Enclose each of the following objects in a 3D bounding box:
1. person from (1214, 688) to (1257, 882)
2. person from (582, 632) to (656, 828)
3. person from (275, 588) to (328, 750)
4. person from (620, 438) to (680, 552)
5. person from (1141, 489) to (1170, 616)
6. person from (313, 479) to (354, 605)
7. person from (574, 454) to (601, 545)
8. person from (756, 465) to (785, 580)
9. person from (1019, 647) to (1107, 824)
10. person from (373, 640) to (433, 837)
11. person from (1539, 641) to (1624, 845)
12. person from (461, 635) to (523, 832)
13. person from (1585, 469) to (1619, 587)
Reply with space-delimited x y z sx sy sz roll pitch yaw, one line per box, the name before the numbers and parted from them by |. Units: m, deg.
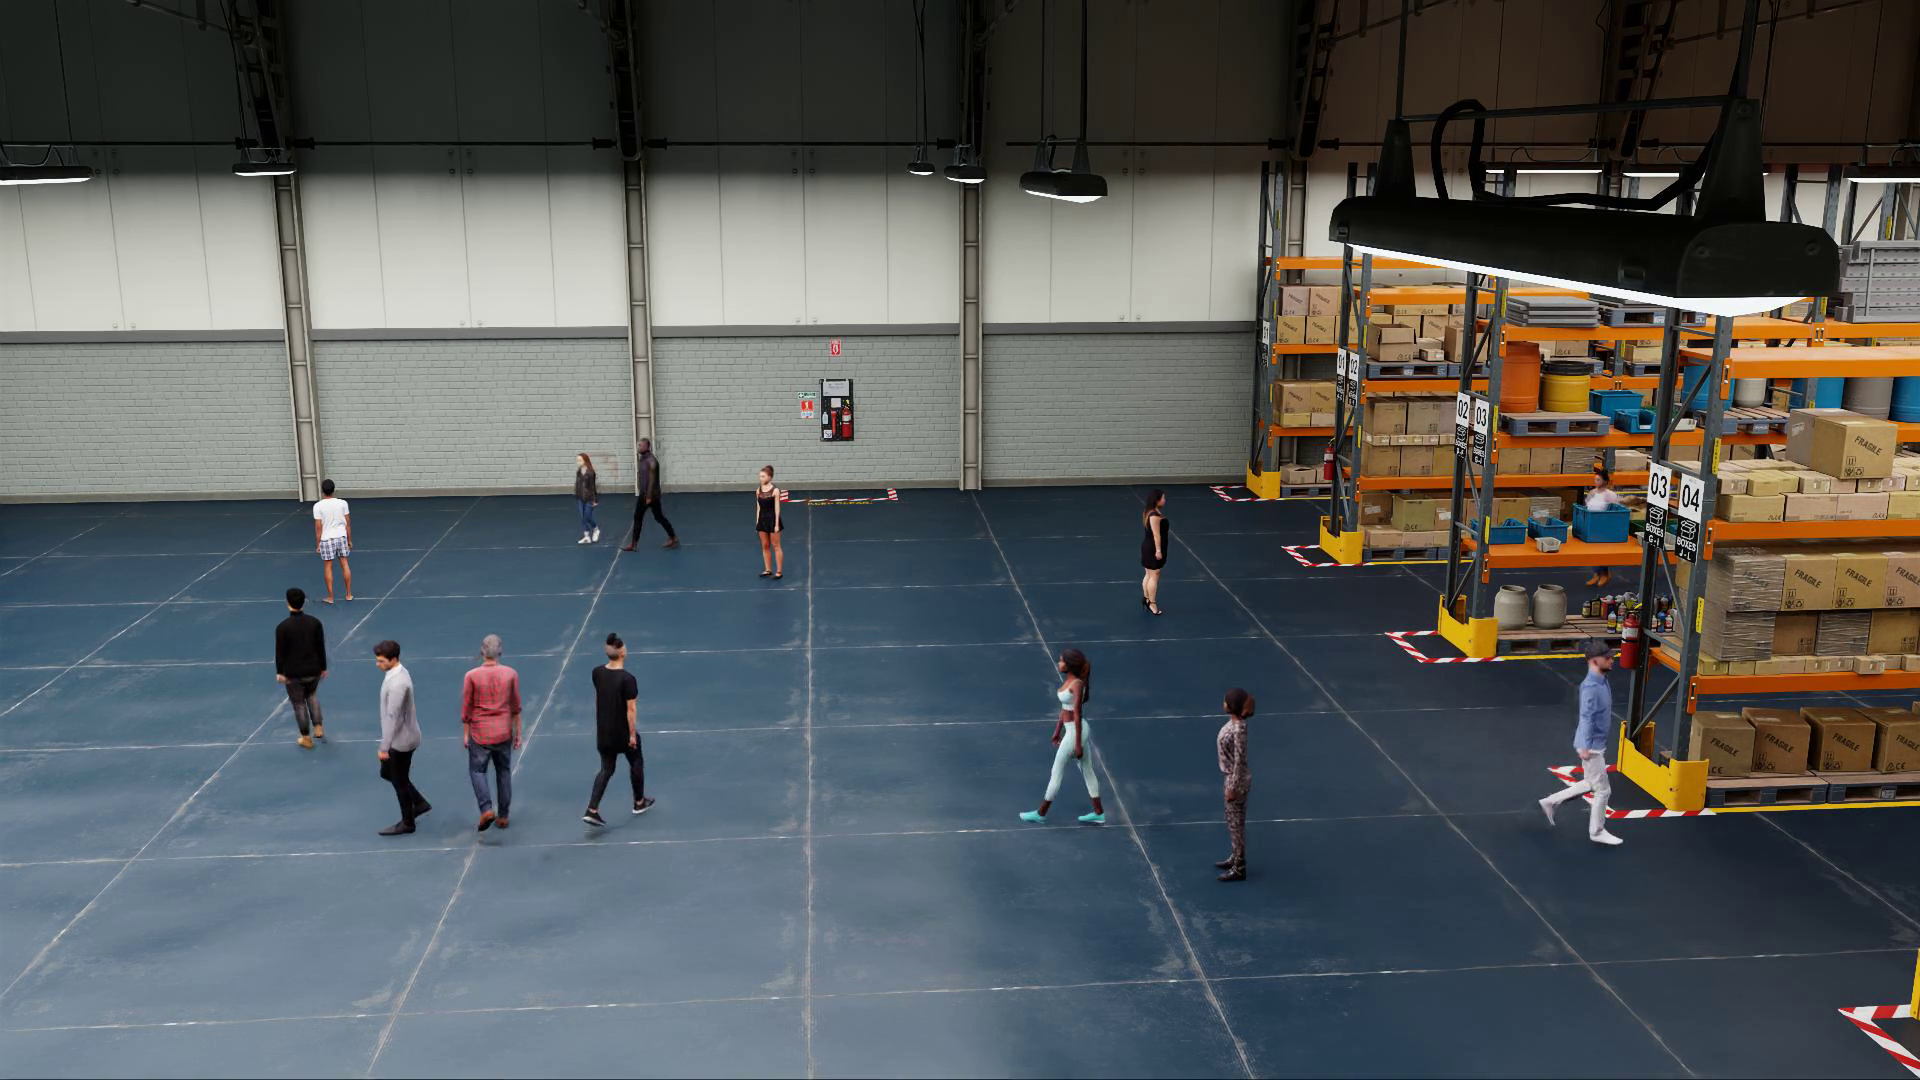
person | 2.369 2.081 14.268 0.584 1.714 0.606 2 13 7
person | -3.231 1.768 15.363 1.200 1.831 1.152 7 15 27
person | -6.862 1.358 17.394 0.720 1.714 0.796 -12 18 -43
person | -4.775 -0.690 26.072 1.326 1.788 1.135 -9 16 -35
person | 2.626 0.148 22.611 0.598 1.718 0.655 -2 13 -8
person | -8.731 0.008 23.176 0.627 1.735 0.768 -8 15 -30
person | -5.947 -0.669 26.683 0.693 1.472 0.760 8 15 30
person | -2.799 -0.266 24.486 0.669 1.678 0.748 8 15 31
person | 1.149 1.837 15.368 1.041 1.693 0.628 0 13 -1
person | -5.003 1.789 15.134 0.887 1.893 0.903 -5 14 -19
person | 5.658 1.817 15.066 1.111 1.869 0.974 7 15 28
person | -4.289 1.801 15.274 0.884 1.808 0.905 -6 14 -25
person | 9.285 -0.170 23.962 0.740 1.727 0.759 -5 14 -20
